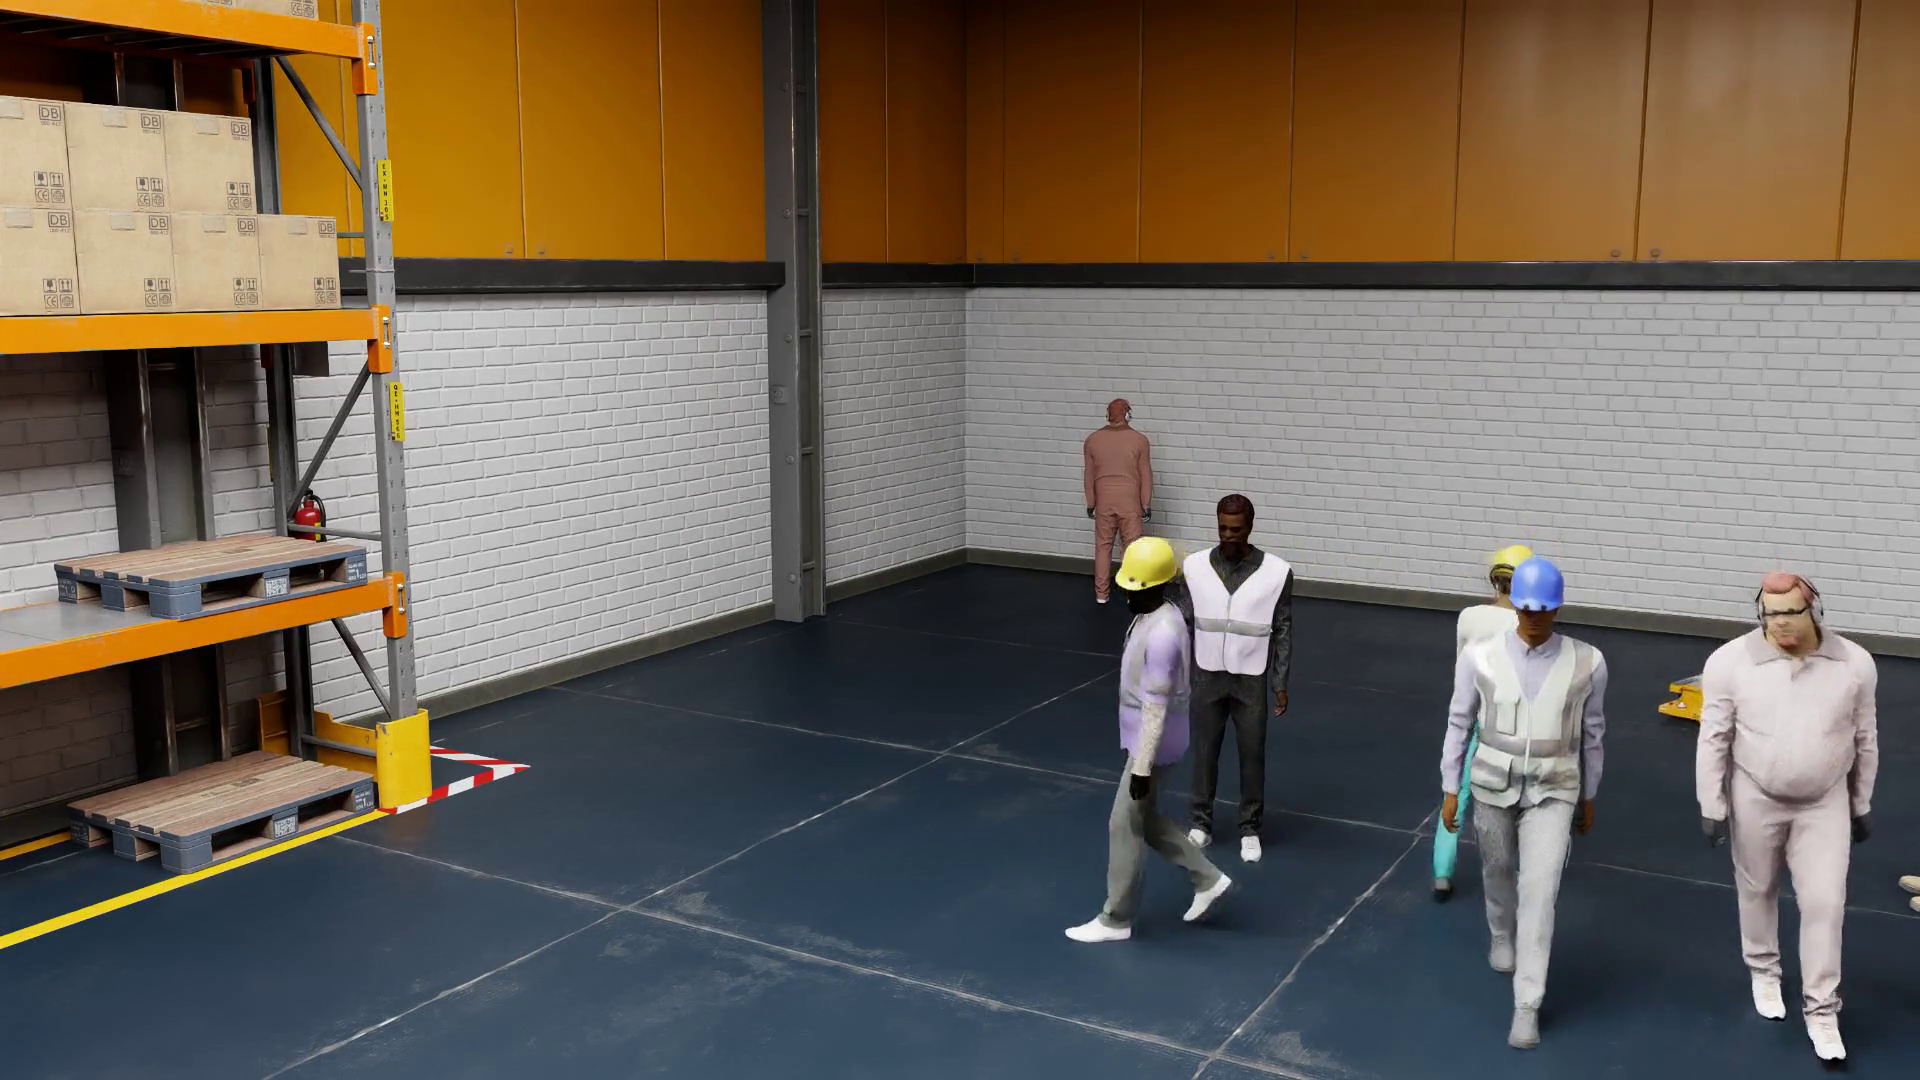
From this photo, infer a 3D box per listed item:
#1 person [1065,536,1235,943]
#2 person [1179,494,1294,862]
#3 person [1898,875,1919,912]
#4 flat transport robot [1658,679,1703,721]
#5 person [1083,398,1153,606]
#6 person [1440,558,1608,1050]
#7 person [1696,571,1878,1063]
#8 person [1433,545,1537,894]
[{"bbox_3d":[0.854,0.899,7.479,0.695,1.888,0.623,0,9,2],"label":"person"},{"bbox_3d":[1.412,0.703,8.622,0.597,1.915,0.370,3,10,18],"label":"person"},{"bbox_3d":[4.728,0.863,7.855,0.351,1.842,0.507,4,10,24],"label":"person"},{"bbox_3d":[5.508,1.059,11.516,1.431,0.197,0.652,-8,12,-39],"label":"flat transport robot"},{"bbox_3d":[1.455,-0.341,15.187,0.639,1.903,0.406,3,10,21],"label":"person"},{"bbox_3d":[2.313,0.998,6.863,0.625,1.902,1.017,3,10,20],"label":"person"},{"bbox_3d":[3.251,1.060,6.532,0.670,1.868,0.866,3,10,18],"label":"person"},{"bbox_3d":[2.626,0.878,8.187,0.944,1.700,0.545,-9,12,-43],"label":"person"}]
